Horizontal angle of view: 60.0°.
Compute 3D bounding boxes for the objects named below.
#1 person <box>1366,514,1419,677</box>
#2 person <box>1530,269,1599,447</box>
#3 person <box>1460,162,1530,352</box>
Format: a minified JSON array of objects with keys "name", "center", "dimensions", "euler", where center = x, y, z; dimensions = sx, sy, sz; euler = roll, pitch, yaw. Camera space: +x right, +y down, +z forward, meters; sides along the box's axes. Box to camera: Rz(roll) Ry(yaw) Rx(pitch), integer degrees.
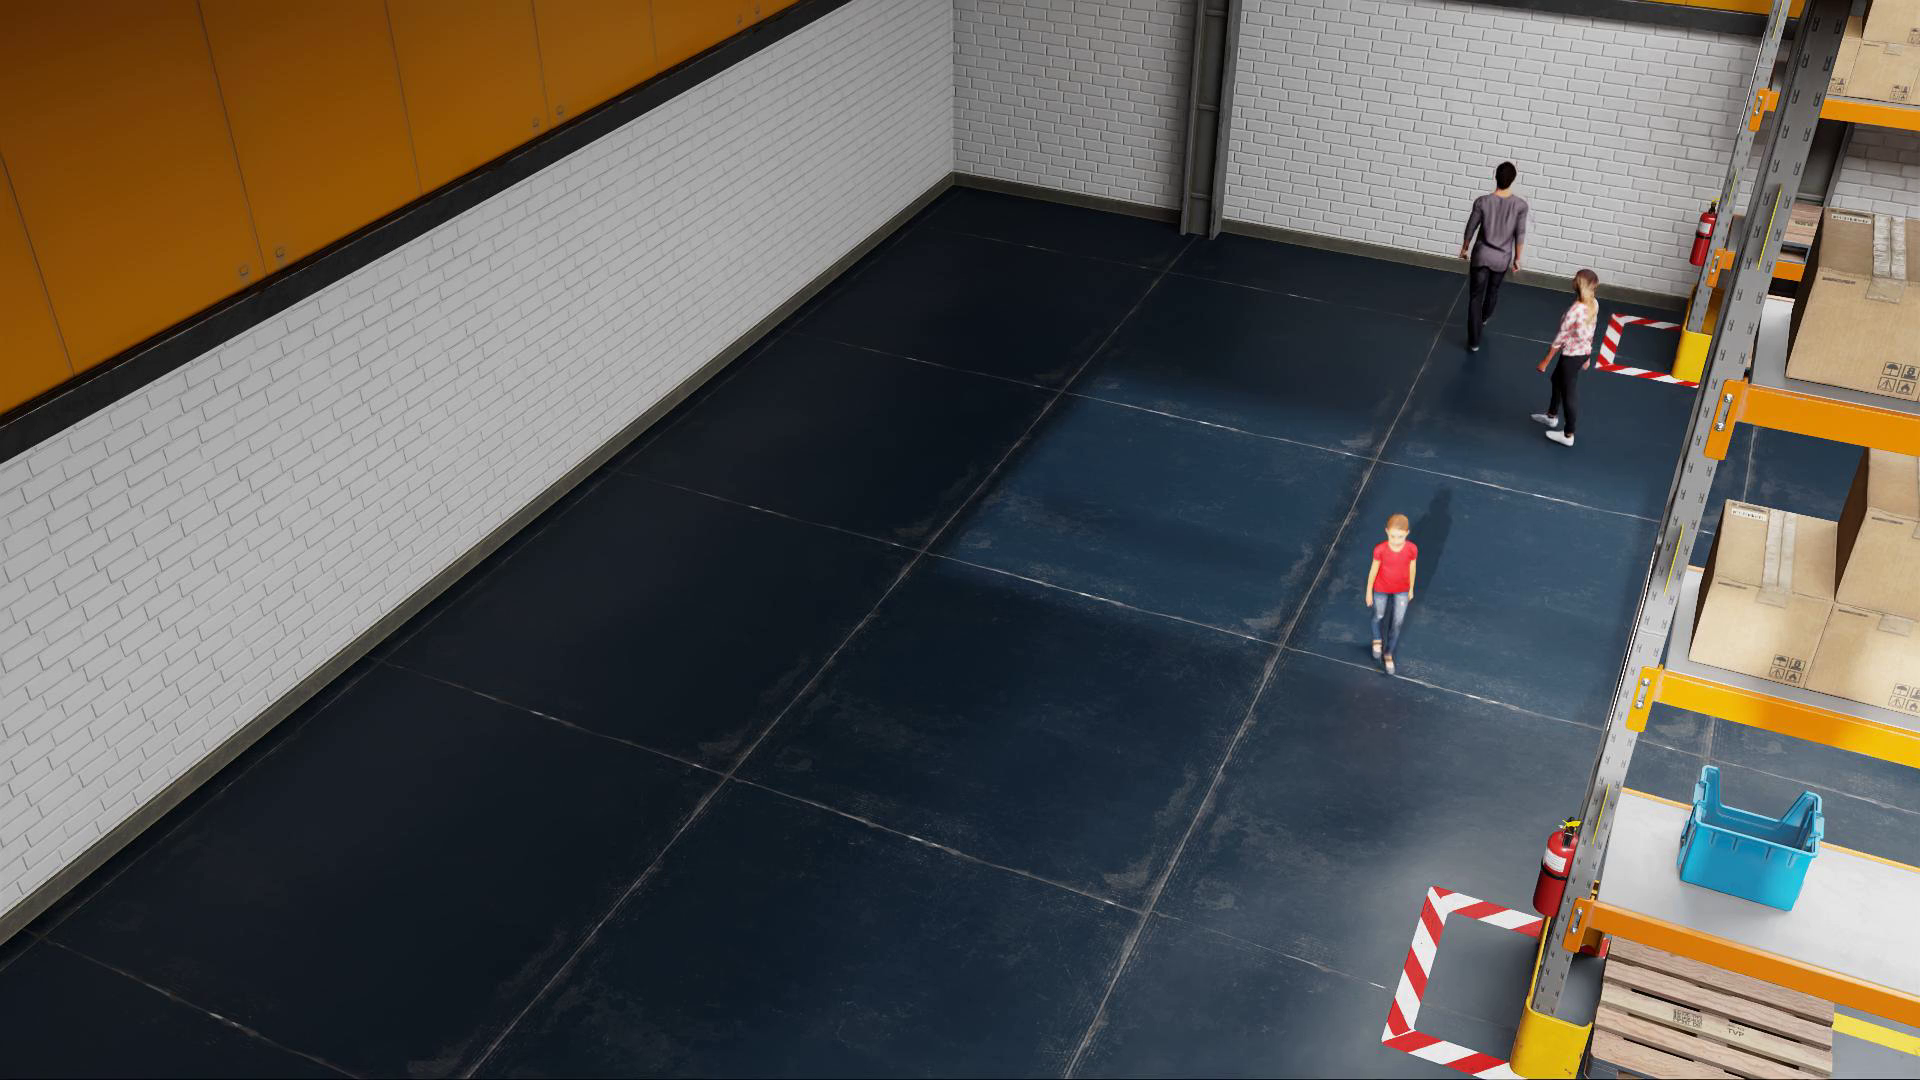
[{"name":"person","center":[3.113,0.317,12.021],"dimensions":[0.630,1.288,0.641],"euler":[5,34,8]},{"name":"person","center":[5.440,-1.559,14.552],"dimensions":[0.825,1.612,0.708],"euler":[27,42,34]},{"name":"person","center":[5.134,-2.697,16.078],"dimensions":[1.097,1.817,0.942],"euler":[6,34,9]}]
